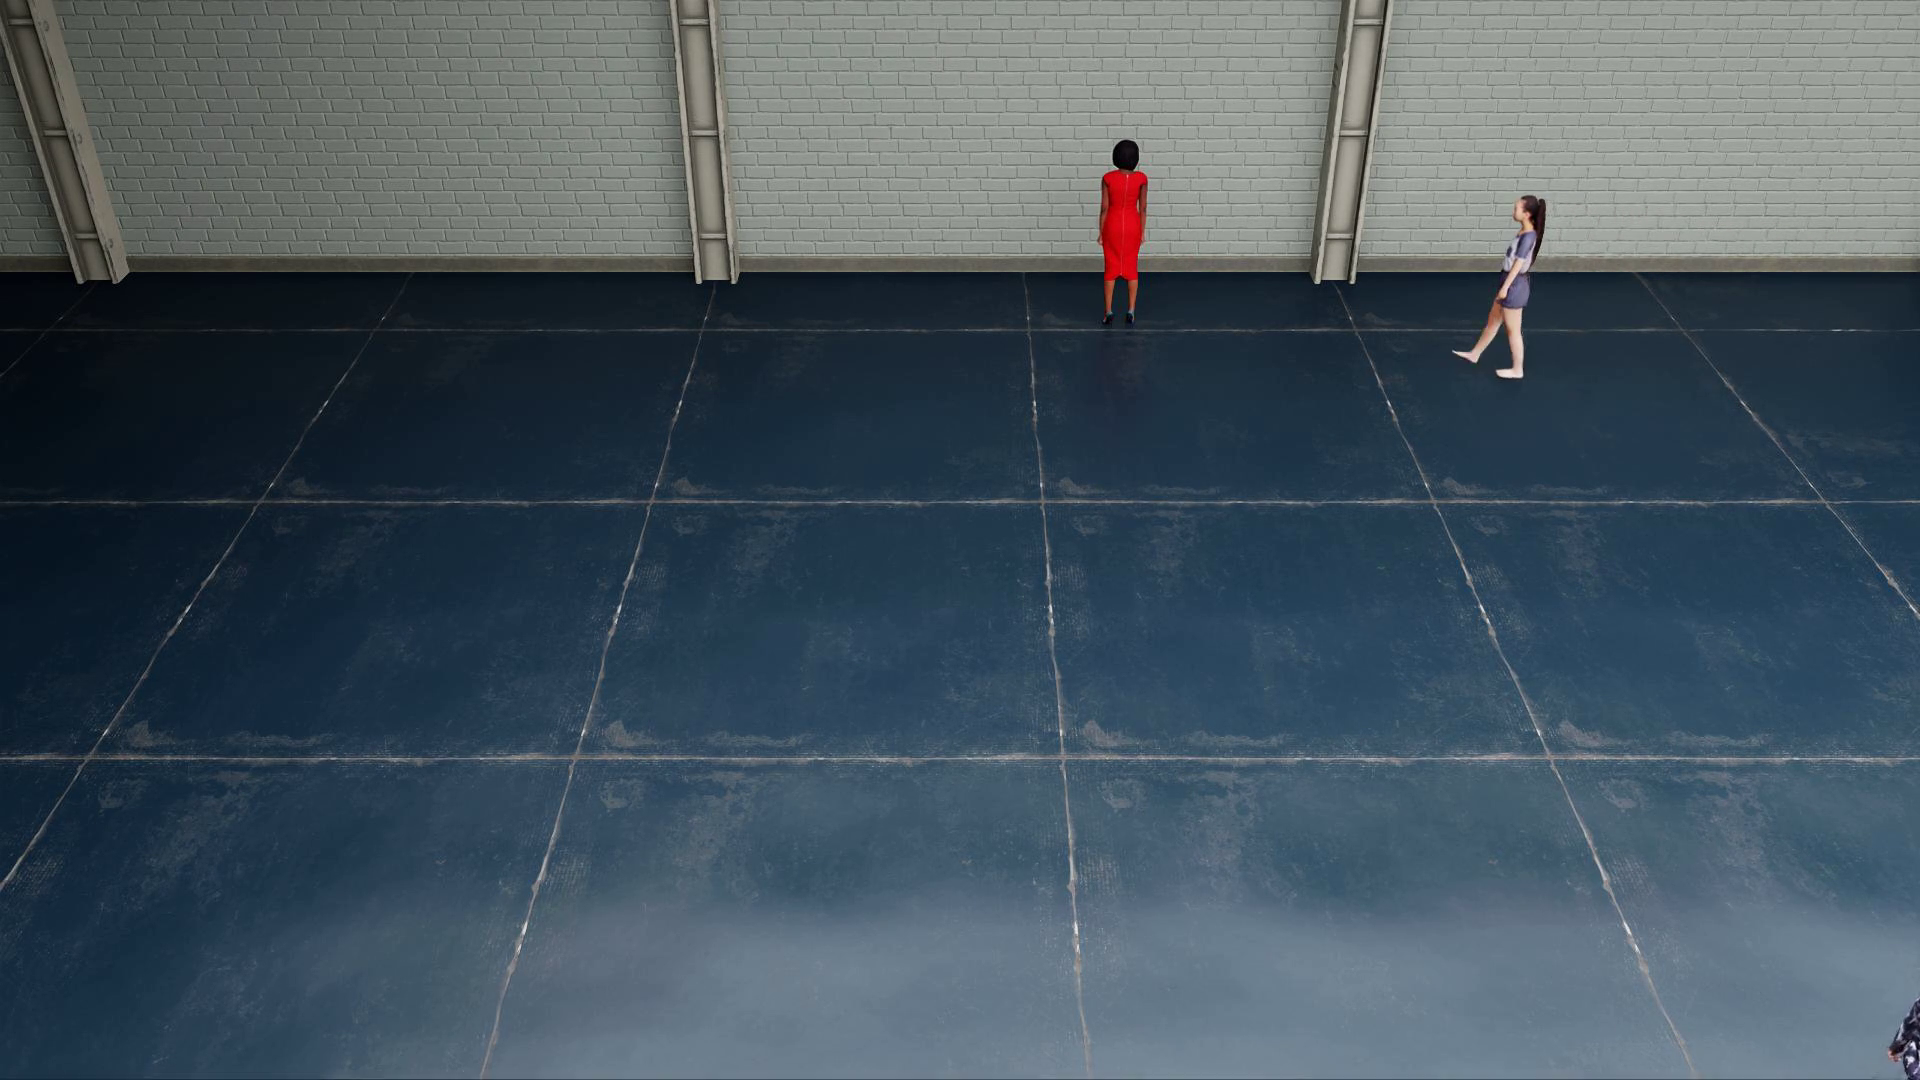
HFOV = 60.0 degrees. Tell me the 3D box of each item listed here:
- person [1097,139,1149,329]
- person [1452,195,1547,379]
[{"bbox_3d":[1.449,-2.740,14.903,0.432,1.744,0.640,-1,33,-2],"label":"person"},{"bbox_3d":[4.757,-2.107,14.032,0.942,1.631,0.778,12,35,17],"label":"person"}]
